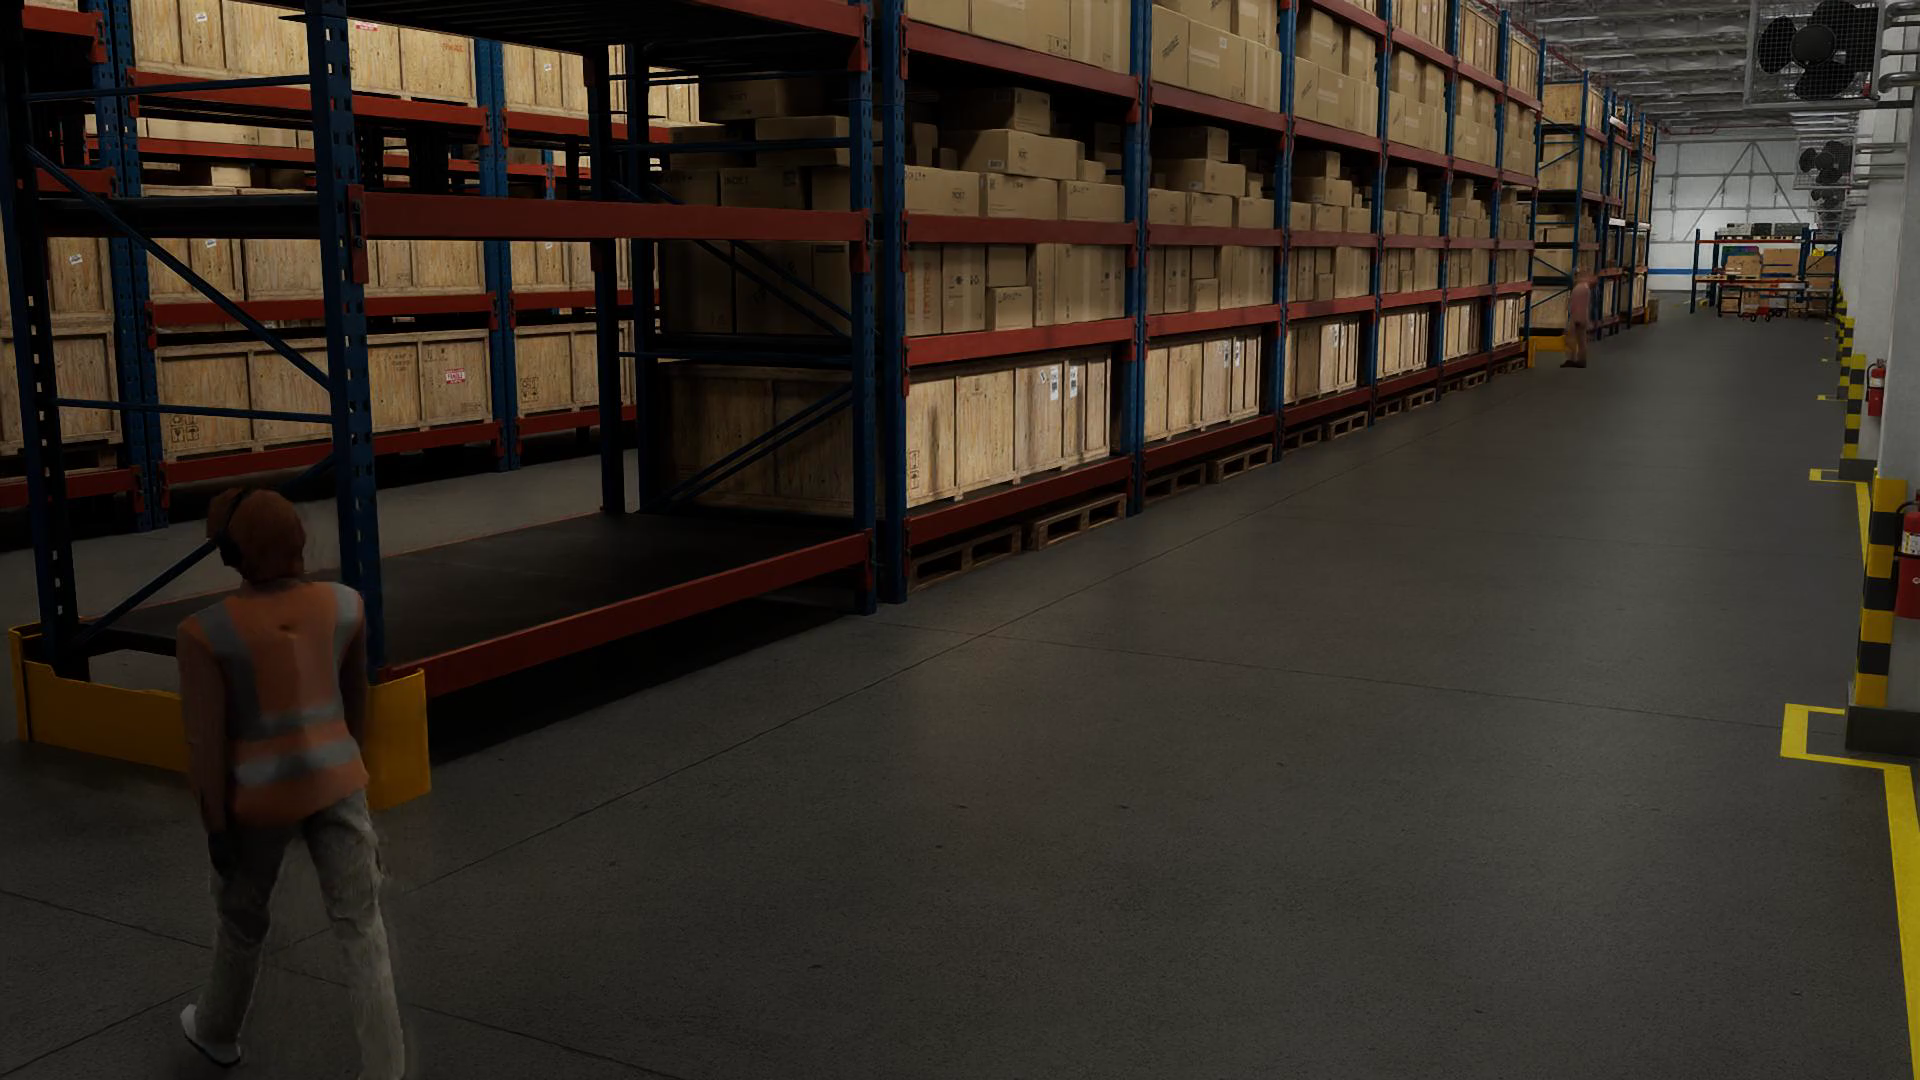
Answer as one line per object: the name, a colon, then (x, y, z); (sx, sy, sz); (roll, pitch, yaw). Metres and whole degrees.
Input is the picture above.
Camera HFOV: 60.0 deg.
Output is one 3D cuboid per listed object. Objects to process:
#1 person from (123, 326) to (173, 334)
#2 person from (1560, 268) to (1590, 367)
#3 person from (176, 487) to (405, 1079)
person: (-8.080, -1.544, 16.610); (0.580, 1.736, 0.402); (-2, 10, -14)
person: (11.707, -4.220, 31.671); (0.619, 1.886, 0.645); (6, 12, 33)
person: (-1.723, 0.658, 4.242); (0.875, 1.594, 0.508); (9, 14, 43)
